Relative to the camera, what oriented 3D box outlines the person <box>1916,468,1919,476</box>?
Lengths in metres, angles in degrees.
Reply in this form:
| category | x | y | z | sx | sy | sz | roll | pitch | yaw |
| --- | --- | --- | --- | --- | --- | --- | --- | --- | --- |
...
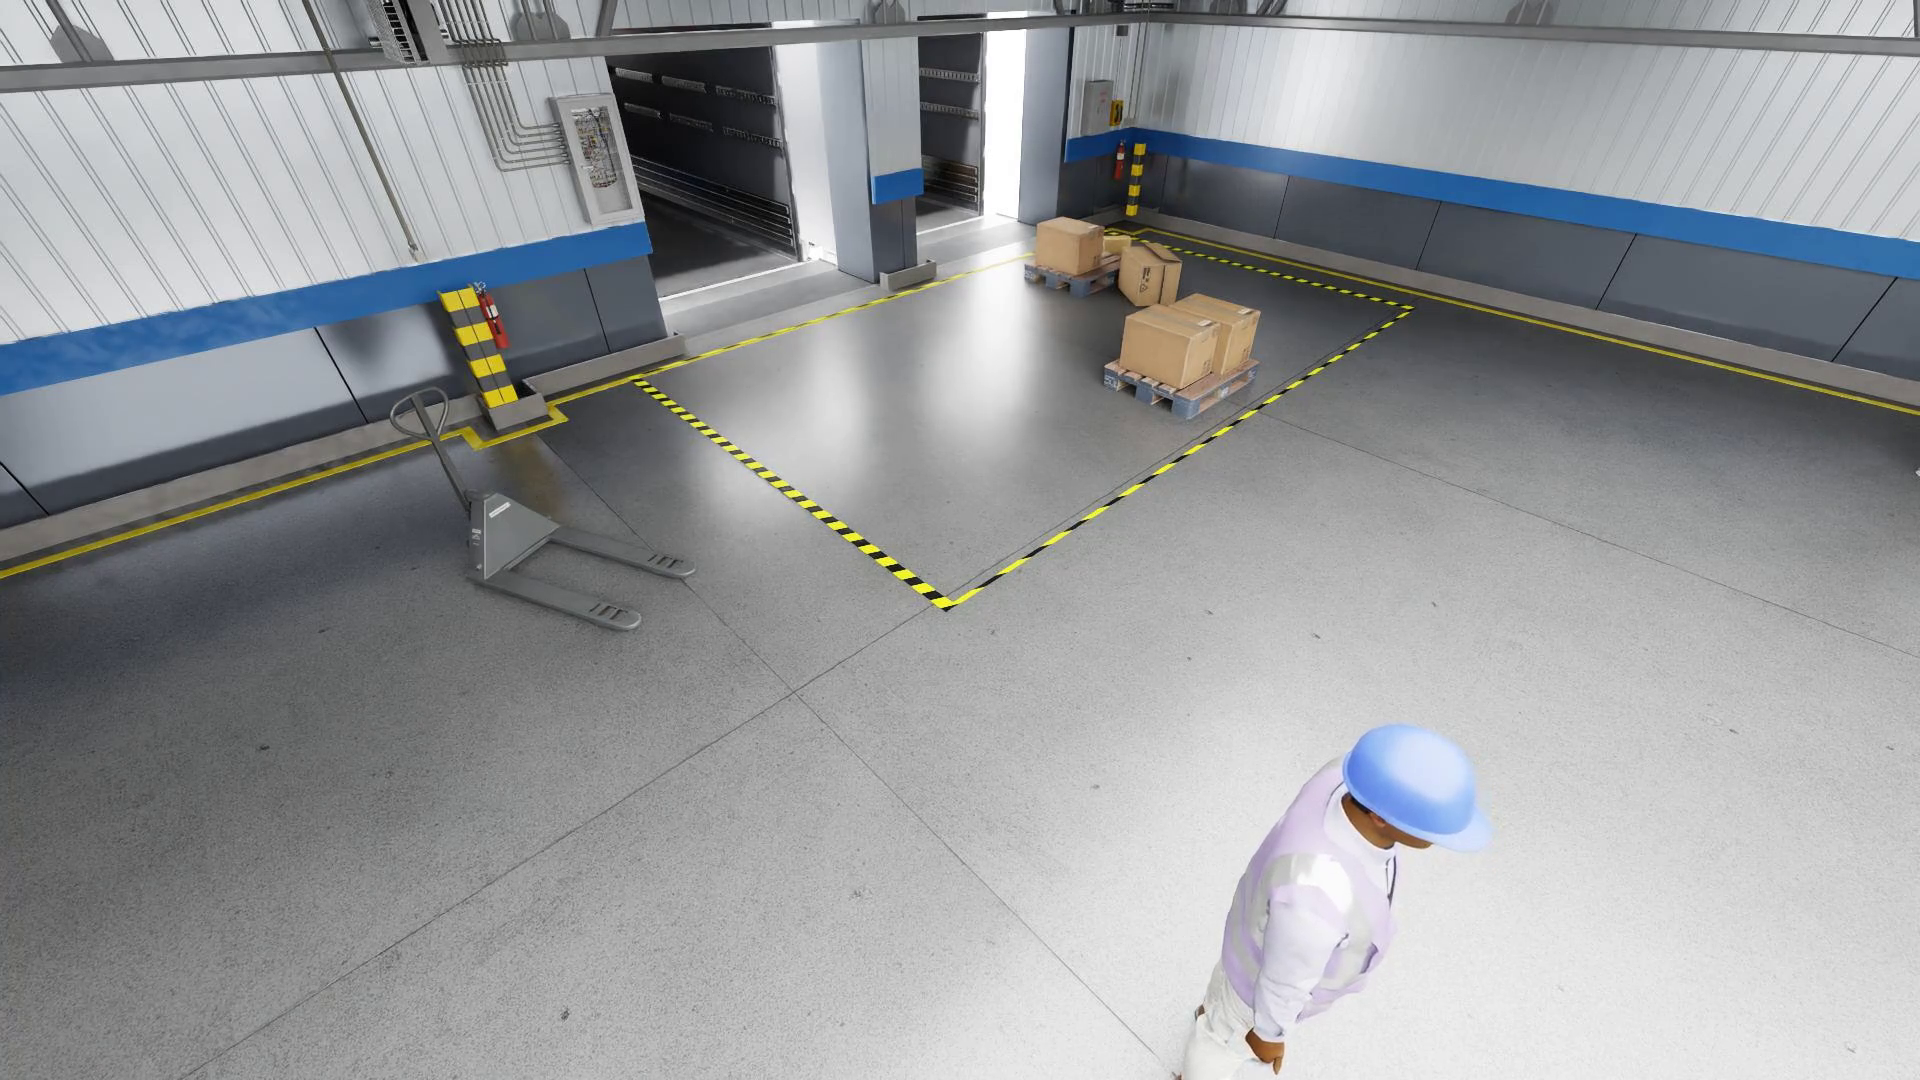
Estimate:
| category | x | y | z | sx | sy | sz | roll | pitch | yaw |
| --- | --- | --- | --- | --- | --- | --- | --- | --- | --- |
| person | 7.927 | -1.141 | 5.336 | 0.491 | 1.742 | 0.317 | 2 | 38 | 3 |

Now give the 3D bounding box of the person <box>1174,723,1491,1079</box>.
| category | x | y | z | sx | sy | sz | roll | pitch | yaw |
| --- | --- | --- | --- | --- | --- | --- | --- | --- | --- |
| person | 0.973 | 1.194 | 2.147 | 0.394 | 1.949 | 0.603 | 24 | 44 | 28 |

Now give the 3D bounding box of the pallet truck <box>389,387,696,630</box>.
| category | x | y | z | sx | sy | sz | roll | pitch | yaw |
| --- | --- | --- | --- | --- | --- | --- | --- | --- | --- |
| pallet truck | -2.613 | -0.247 | 4.593 | 1.601 | 1.201 | 0.680 | 14 | 40 | 17 |
